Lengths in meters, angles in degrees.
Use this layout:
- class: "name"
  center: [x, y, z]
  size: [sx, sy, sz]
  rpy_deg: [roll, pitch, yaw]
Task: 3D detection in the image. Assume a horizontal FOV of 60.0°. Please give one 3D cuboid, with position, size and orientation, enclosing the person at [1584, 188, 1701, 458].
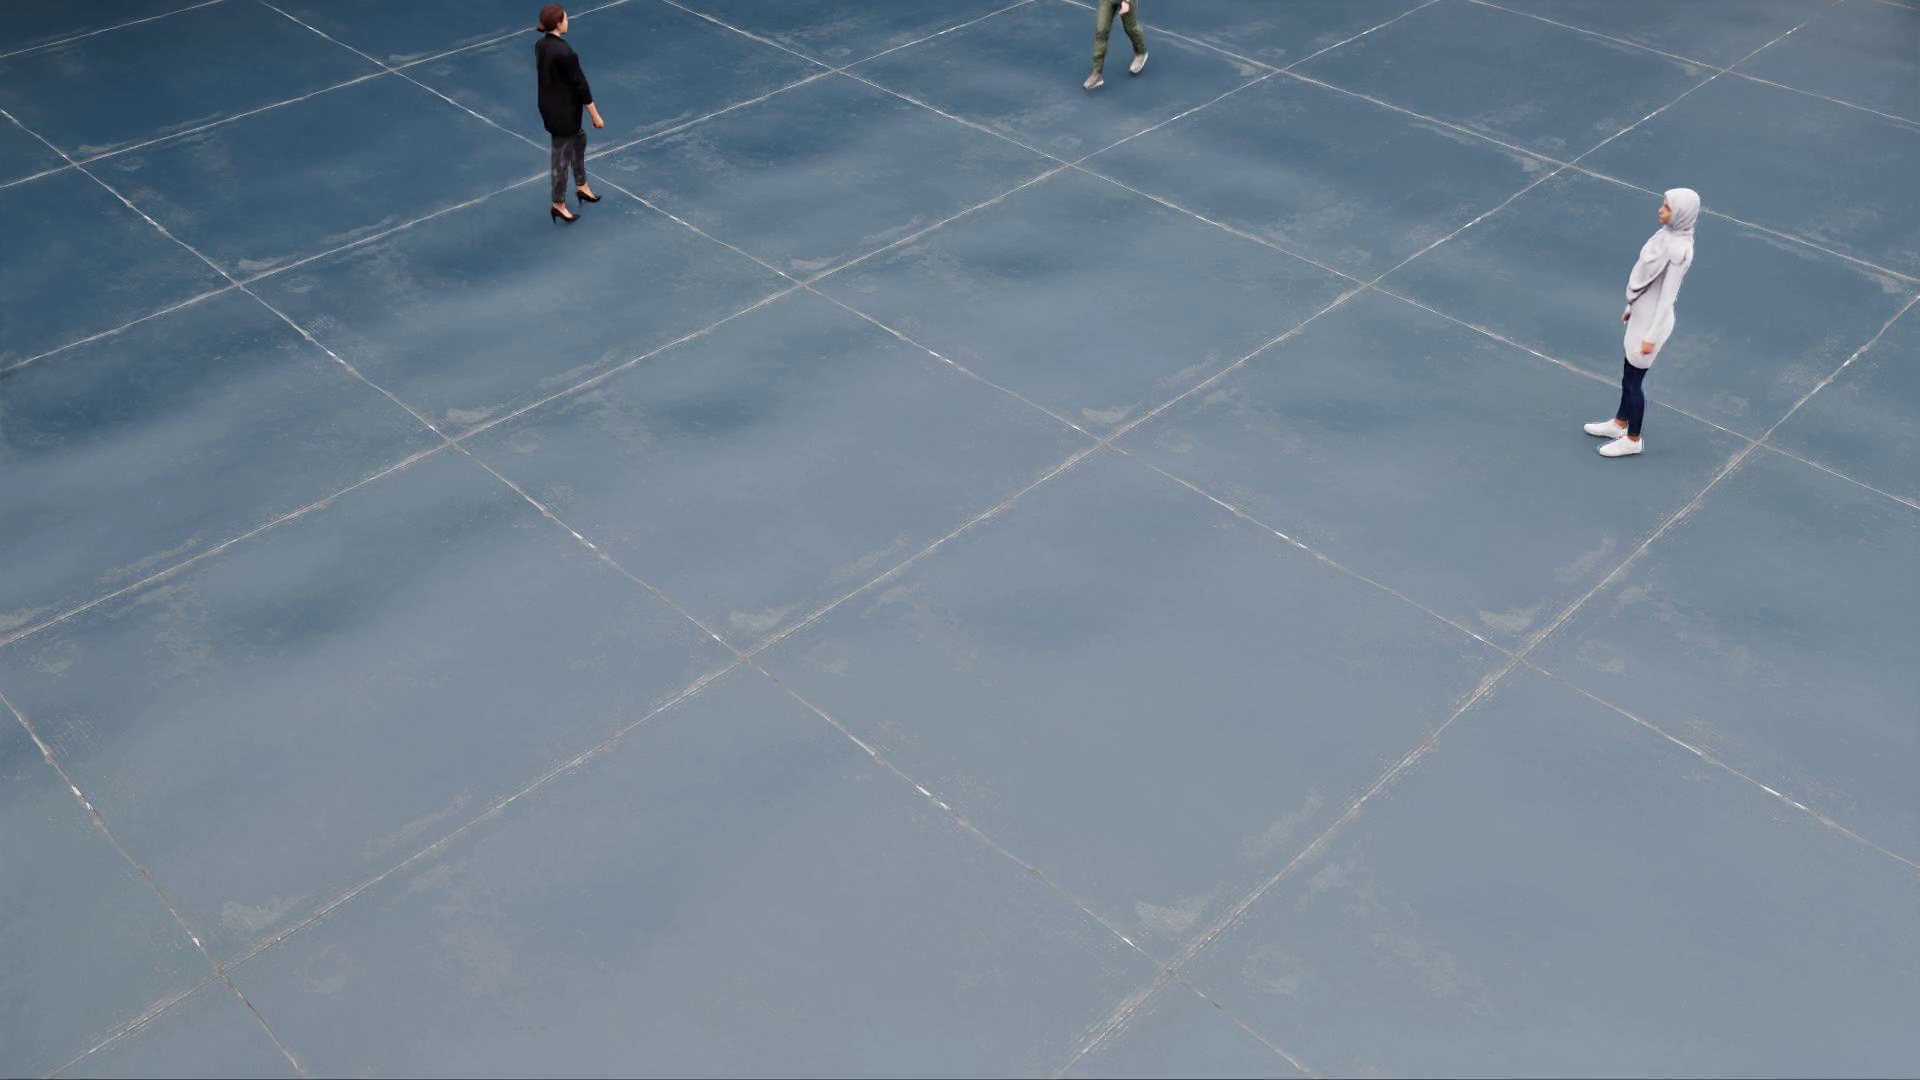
- class: "person"
  center: [4.277, -1.338, 10.257]
  size: [0.771, 1.778, 0.678]
  rpy_deg: [7, 38, 9]

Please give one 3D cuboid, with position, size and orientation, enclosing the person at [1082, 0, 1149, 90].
- class: "person"
  center: [1.510, -4.983, 15.189]
  size: [0.679, 1.612, 1.177]
  rpy_deg: [24, 43, 28]

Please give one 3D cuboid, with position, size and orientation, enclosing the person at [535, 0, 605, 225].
- class: "person"
  center: [-3.141, -3.232, 12.815]
  size: [0.768, 1.697, 0.686]
  rpy_deg: [-25, 44, -29]
